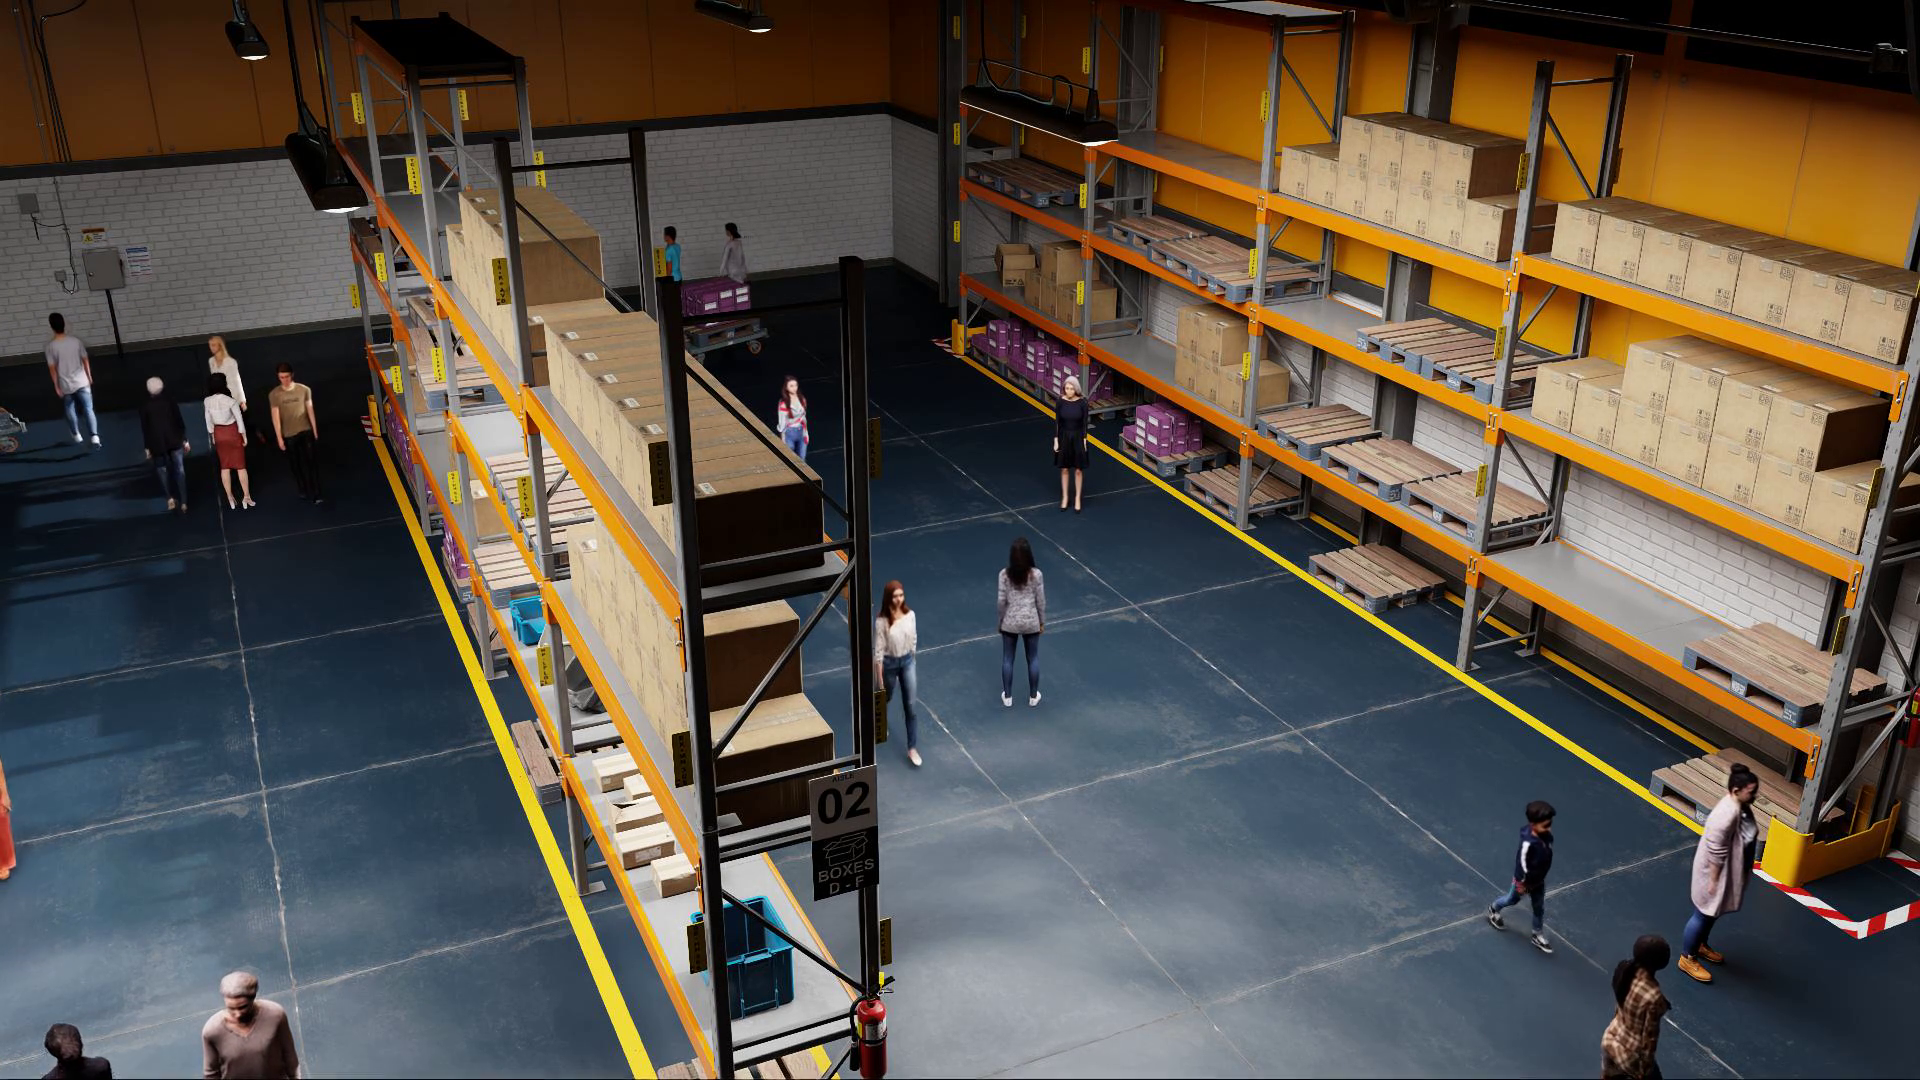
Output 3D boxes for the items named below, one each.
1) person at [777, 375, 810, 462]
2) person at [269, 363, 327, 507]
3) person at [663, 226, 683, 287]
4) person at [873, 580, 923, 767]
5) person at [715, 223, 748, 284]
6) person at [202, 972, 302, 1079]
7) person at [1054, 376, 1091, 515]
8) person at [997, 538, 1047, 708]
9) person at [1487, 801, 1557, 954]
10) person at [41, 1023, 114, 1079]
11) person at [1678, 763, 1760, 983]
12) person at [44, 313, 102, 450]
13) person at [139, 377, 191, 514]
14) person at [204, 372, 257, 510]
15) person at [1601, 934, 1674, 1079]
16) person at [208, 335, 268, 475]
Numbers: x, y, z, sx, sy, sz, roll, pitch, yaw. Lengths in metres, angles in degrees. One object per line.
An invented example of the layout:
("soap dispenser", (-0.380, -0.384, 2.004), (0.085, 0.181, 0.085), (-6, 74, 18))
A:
("person", (-2.090, -1.294, 20.849), (0.647, 1.612, 0.597), (-19, 30, -37))
("person", (-8.280, -1.336, 20.706), (0.660, 1.804, 1.170), (-12, 26, -25))
("person", (-4.738, -4.317, 27.559), (0.753, 1.776, 0.650), (4, 24, 9))
("person", (-0.627, 1.139, 15.179), (0.601, 1.695, 1.116), (-10, 25, -21))
("person", (-3.657, -4.392, 27.762), (0.967, 1.750, 0.902), (8, 25, 17))
("person", (-4.198, 3.336, 9.941), (0.673, 1.866, 0.588), (-11, 26, -24))
("person", (1.368, -1.180, 20.424), (0.710, 1.743, 0.741), (4, 24, 9))
("person", (0.577, 0.788, 15.931), (0.687, 1.735, 0.681), (1, 24, 3))
("person", (4.295, 2.504, 12.657), (0.543, 1.215, 0.821), (-12, 26, -25))
("person", (-5.045, 3.582, 9.719), (0.762, 1.593, 1.104), (-19, 30, -37))
("person", (5.590, 2.406, 12.222), (0.775, 1.743, 0.782), (19, 30, 36))
("person", (-11.917, -2.100, 22.395), (0.781, 1.851, 1.225), (-14, 27, -29))
("person", (-9.707, -1.135, 20.446), (0.745, 1.753, 0.625), (-13, 27, -27))
("person", (-9.018, -1.225, 20.519), (0.676, 1.750, 0.666), (1, 24, 2))
("person", (4.079, 3.218, 10.317), (0.707, 1.780, 0.616), (-6, 24, -13))
("person", (-9.451, -1.796, 21.717), (0.992, 1.837, 1.083), (6, 24, 14))
